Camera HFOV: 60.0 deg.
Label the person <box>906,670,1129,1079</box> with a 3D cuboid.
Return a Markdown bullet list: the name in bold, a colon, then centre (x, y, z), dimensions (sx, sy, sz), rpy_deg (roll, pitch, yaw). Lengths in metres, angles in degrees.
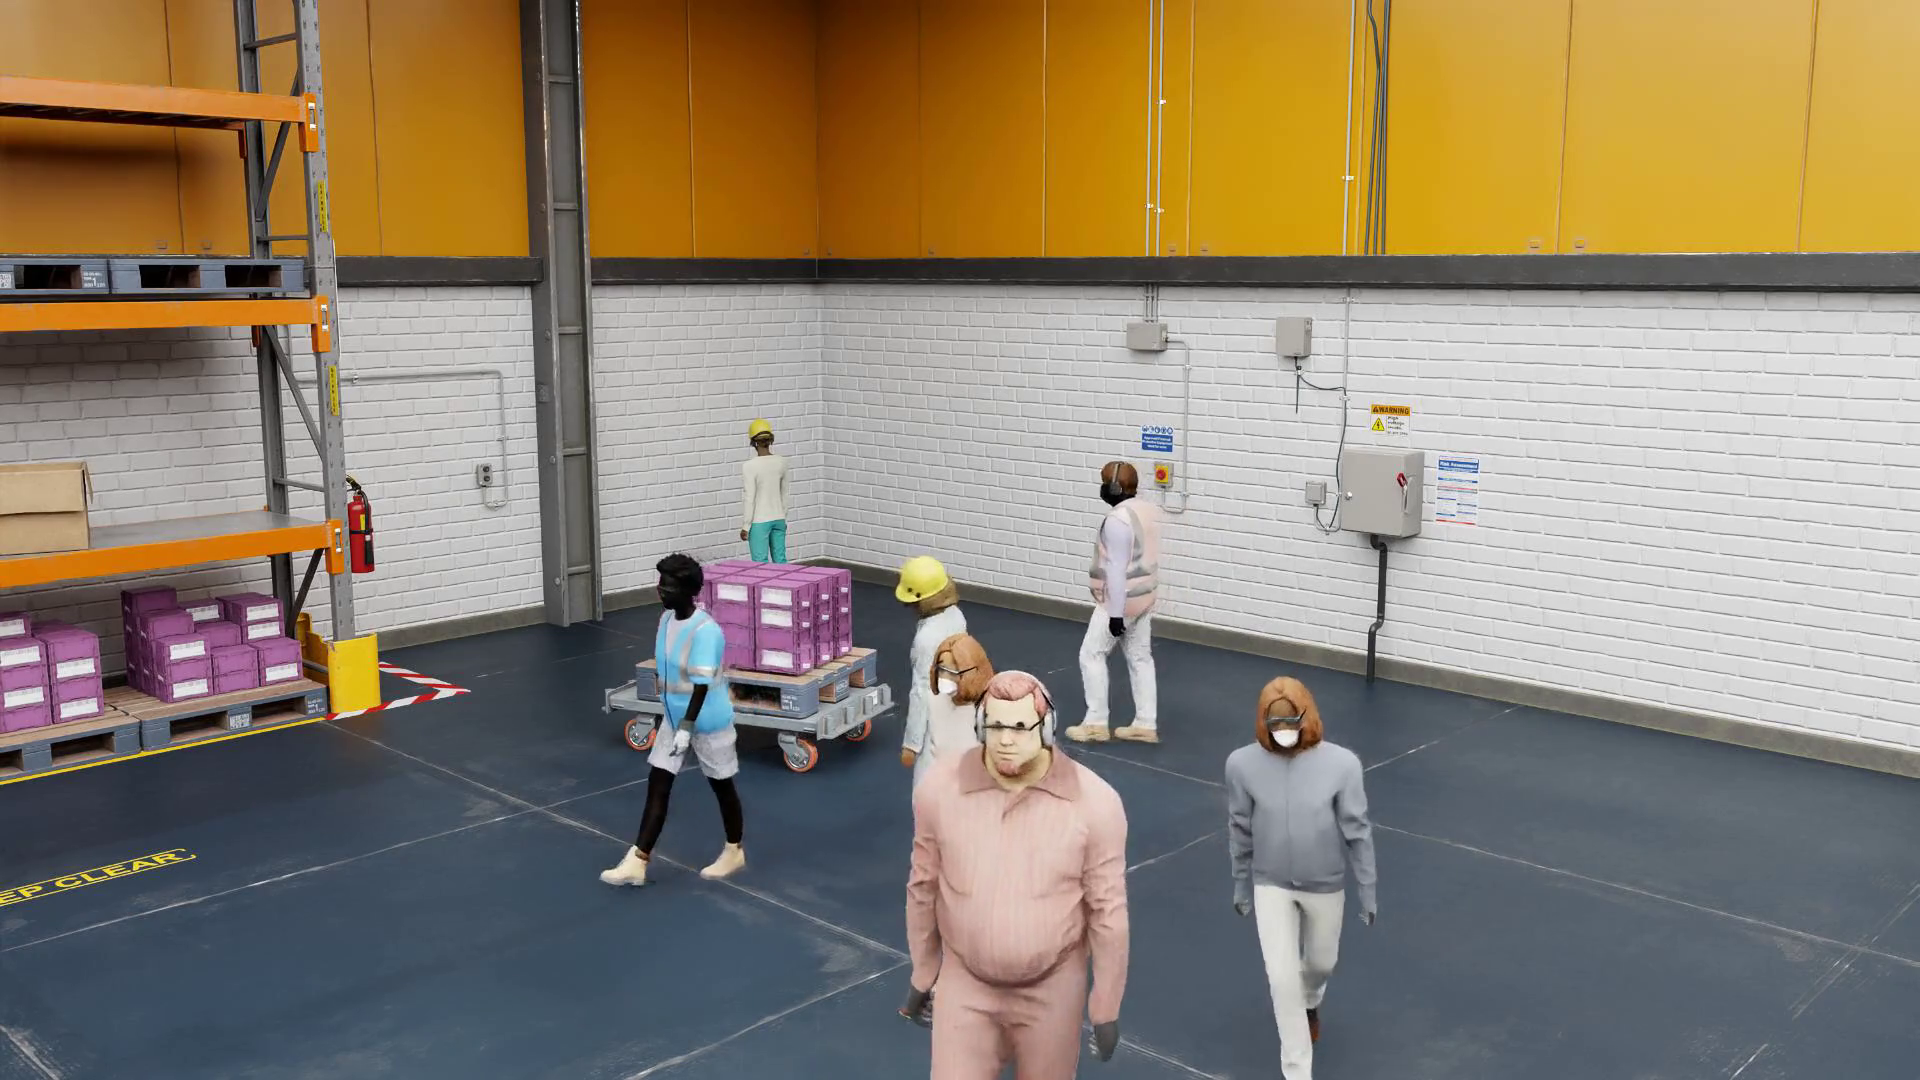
- **person**: centre (0.143, 1.318, 4.791), dimensions (0.673, 1.887, 0.657), rpy_deg (2, 9, 10)

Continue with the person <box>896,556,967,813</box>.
- **person**: centre (-0.062, 0.903, 7.938), dimensions (0.392, 1.704, 0.572), rpy_deg (4, 10, 21)

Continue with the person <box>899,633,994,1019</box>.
- **person**: centre (0.016, 1.151, 6.675), dimensions (0.643, 1.596, 0.517), rpy_deg (-9, 13, -43)

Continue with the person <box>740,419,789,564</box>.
- **person**: centre (-1.680, -0.153, 14.219), dimensions (0.326, 1.763, 0.533), rpy_deg (7, 12, 38)

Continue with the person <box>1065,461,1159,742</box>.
- **person**: centre (0.971, 0.400, 10.655), dimensions (0.702, 1.815, 0.654), rpy_deg (4, 10, 26)

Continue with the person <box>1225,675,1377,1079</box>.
- **person**: centre (1.257, 1.248, 6.149), dimensions (0.543, 1.596, 0.761), rpy_deg (3, 10, 15)

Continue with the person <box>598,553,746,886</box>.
- **person**: centre (-1.393, 0.897, 8.061), dimensions (0.834, 1.659, 0.538), rpy_deg (-8, 12, -42)
